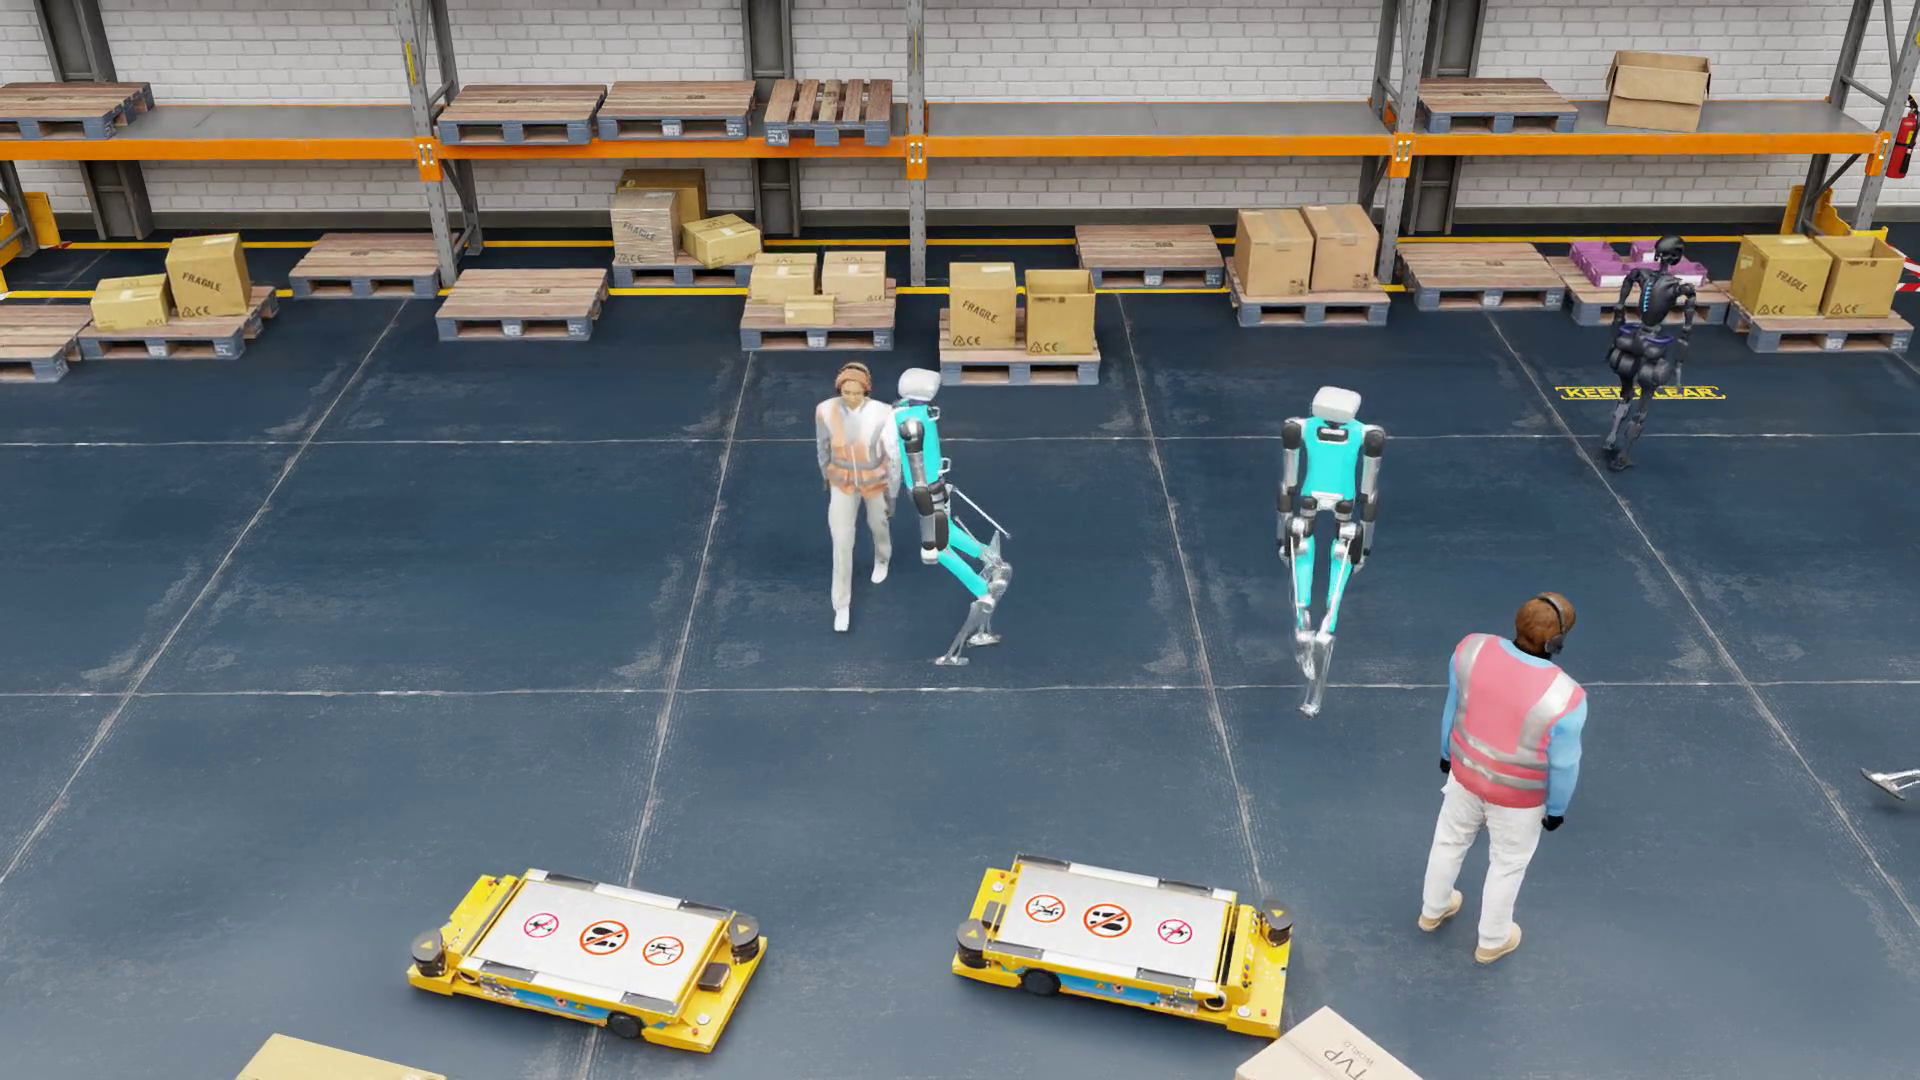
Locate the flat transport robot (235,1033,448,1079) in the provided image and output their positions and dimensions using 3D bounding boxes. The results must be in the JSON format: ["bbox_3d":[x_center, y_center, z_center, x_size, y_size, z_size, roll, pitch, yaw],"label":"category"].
[{"bbox_3d":[-2.208,2.803,5.745,1.431,0.231,0.659,9,32,14],"label":"flat transport robot"}]

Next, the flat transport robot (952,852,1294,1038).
[{"bbox_3d":[0.738,1.790,7.430,1.431,0.231,0.659,8,32,13],"label":"flat transport robot"}]

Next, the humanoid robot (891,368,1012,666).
[{"bbox_3d":[0.044,-0.104,9.159,0.829,1.766,0.548,1,31,2],"label":"humanoid robot"}]

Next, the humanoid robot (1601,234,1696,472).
[{"bbox_3d":[4.583,-1.255,11.129,0.358,1.642,0.595,-22,37,-32],"label":"humanoid robot"}]

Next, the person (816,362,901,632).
[{"bbox_3d":[-0.579,-0.321,9.650,0.510,1.587,0.844,4,31,6],"label":"person"}]

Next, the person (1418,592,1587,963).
[{"bbox_3d":[2.351,1.023,7.197,0.434,1.834,0.629,-24,38,-34],"label":"person"}]

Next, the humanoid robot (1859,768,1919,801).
[{"bbox_3d":[4.990,0.680,7.844,1.006,1.738,0.554,9,32,15],"label":"humanoid robot"}]

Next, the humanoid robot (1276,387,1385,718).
[{"bbox_3d":[1.880,0.159,8.802,0.555,1.843,0.786,9,32,14],"label":"humanoid robot"}]

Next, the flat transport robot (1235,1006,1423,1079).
[{"bbox_3d":[1.340,2.673,5.961,1.431,0.231,0.659,-22,38,-32],"label":"flat transport robot"}]

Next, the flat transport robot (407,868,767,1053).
[{"bbox_3d":[-1.643,1.830,7.365,1.431,0.231,0.659,8,32,14],"label":"flat transport robot"}]
